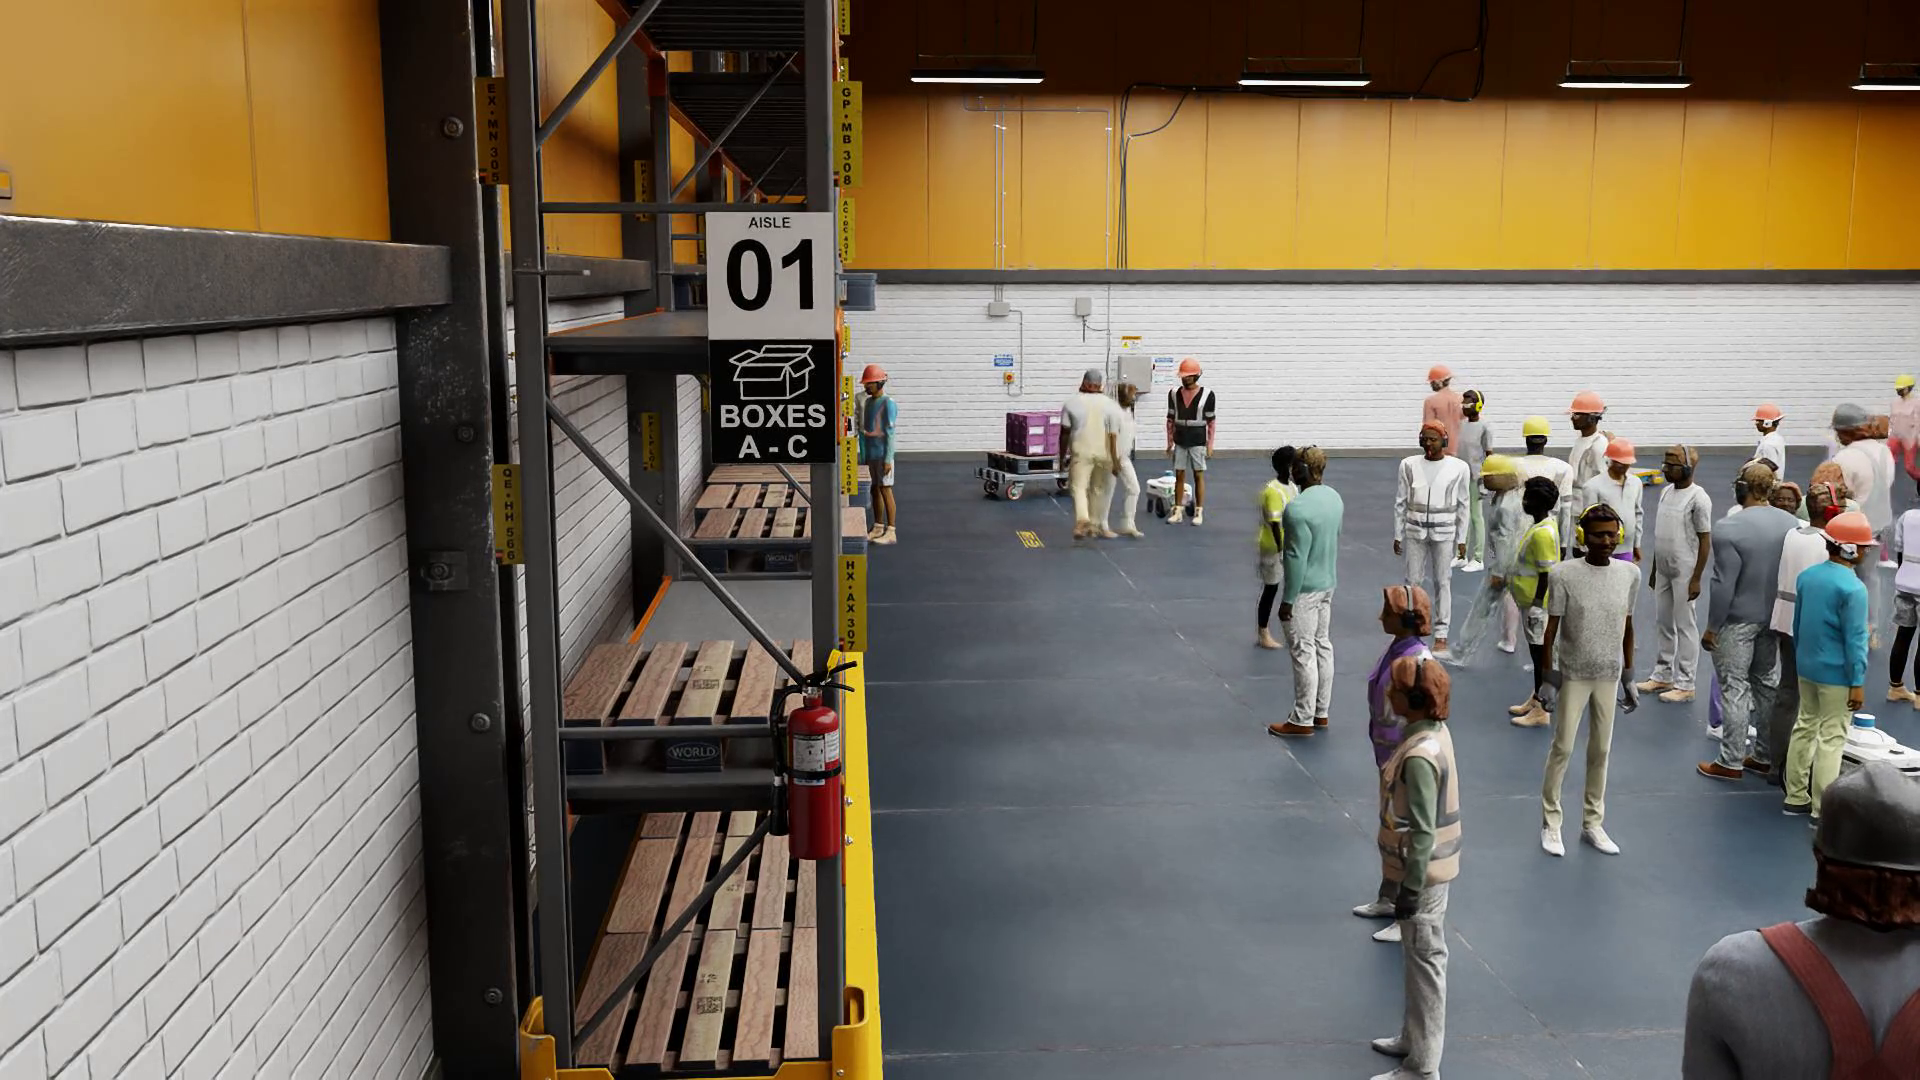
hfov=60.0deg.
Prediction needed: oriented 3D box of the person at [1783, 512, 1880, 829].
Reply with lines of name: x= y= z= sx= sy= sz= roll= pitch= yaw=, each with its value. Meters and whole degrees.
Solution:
person: x=4.814 y=0.711 z=9.151 sx=0.342 sy=1.749 sz=0.569 roll=0 pitch=9 yaw=-3

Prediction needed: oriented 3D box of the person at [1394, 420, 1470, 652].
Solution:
person: x=3.782 y=-0.028 z=13.382 sx=0.584 sy=1.882 sz=0.339 roll=5 pitch=10 yaw=26

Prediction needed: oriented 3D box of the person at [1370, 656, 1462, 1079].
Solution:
person: x=1.705 y=1.236 z=6.204 sx=0.315 sy=1.641 sz=0.515 roll=3 pitch=10 yaw=19

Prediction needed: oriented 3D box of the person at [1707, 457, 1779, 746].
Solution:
person: x=5.117 y=0.388 z=10.817 sx=0.513 sy=1.871 sz=0.329 roll=-9 pitch=12 yaw=-43

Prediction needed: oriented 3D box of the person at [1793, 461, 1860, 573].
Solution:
person: x=6.552 y=0.211 z=12.666 sx=0.501 sy=1.633 sz=0.283 roll=7 pitch=11 yaw=37

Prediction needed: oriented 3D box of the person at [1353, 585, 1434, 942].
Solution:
person: x=2.020 y=1.012 z=7.613 sx=0.310 sy=1.642 sz=0.514 roll=0 pitch=9 yaw=-1

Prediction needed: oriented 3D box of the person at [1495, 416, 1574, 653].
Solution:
person: x=4.575 y=-0.035 z=13.325 sx=0.586 sy=1.920 sz=0.397 roll=2 pitch=9 yaw=14

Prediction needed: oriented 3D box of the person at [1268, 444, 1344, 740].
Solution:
person: x=2.276 y=0.336 z=10.926 sx=0.363 sy=1.939 sz=0.636 roll=7 pitch=11 yaw=36

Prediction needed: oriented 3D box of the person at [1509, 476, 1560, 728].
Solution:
person: x=3.880 y=0.413 z=11.197 sx=0.316 sy=1.695 sz=0.541 roll=3 pitch=9 yaw=17

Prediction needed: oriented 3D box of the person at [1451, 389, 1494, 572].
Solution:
person: x=5.231 y=-0.609 z=17.069 sx=0.327 sy=1.874 sz=0.518 roll=-4 pitch=10 yaw=-22

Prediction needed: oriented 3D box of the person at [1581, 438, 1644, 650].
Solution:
person: x=5.277 y=0.038 z=13.433 sx=0.577 sy=1.737 sz=0.355 roll=-3 pitch=10 yaw=-19

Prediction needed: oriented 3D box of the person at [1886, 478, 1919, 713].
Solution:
person: x=6.727 y=0.351 z=11.590 sx=0.317 sy=1.696 sz=0.539 roll=-1 pitch=9 yaw=-8

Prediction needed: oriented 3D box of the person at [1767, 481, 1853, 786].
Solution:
person: x=4.956 y=0.576 z=9.702 sx=0.389 sy=1.847 sz=0.563 roll=-2 pitch=9 yaw=-10

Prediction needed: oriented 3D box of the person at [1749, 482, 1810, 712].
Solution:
person: x=5.577 y=0.414 z=11.359 sx=0.515 sy=1.645 sz=0.308 roll=7 pitch=12 yaw=38

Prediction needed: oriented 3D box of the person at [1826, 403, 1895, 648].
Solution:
person: x=7.233 y=-0.124 z=13.496 sx=0.710 sy=2.000 sz=0.541 roll=-4 pitch=10 yaw=-26

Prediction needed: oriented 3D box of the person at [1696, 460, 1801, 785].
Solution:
person: x=4.712 y=0.492 z=9.946 sx=0.635 sy=1.937 sz=0.352 roll=-3 pitch=10 yaw=-20

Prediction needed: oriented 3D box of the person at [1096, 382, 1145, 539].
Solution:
person: x=1.879 y=-0.888 z=19.019 sx=0.743 sy=1.806 sz=0.588 roll=7 pitch=11 yaw=37

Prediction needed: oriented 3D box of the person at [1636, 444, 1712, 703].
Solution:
person: x=5.101 y=0.235 z=11.850 sx=0.329 sy=1.844 sz=0.516 roll=-2 pitch=9 yaw=-12

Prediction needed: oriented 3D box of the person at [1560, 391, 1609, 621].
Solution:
person: x=5.357 y=-0.255 z=14.304 sx=0.385 sy=2.045 sz=0.605 roll=0 pitch=9 yaw=3

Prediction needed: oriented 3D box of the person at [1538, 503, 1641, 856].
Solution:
person: x=3.296 y=0.726 z=8.697 sx=0.534 sy=1.868 sz=0.309 roll=-1 pitch=9 yaw=-4

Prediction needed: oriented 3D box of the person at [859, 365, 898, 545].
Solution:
person: x=-0.944 y=-0.958 z=18.772 sx=0.400 sy=2.035 sz=0.601 roll=-6 pitch=11 yaw=-31

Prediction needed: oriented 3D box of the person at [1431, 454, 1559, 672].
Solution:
person: x=4.147 y=0.181 z=12.684 sx=0.964 sy=1.678 sz=0.495 roll=1 pitch=9 yaw=8

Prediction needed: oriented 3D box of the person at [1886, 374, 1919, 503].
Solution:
person: x=12.542 y=-1.338 z=22.054 sx=0.726 sy=1.736 sz=0.531 roll=-4 pitch=10 yaw=-23

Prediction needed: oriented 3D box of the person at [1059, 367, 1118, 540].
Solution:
person: x=1.508 y=-0.995 z=18.967 sx=0.705 sy=2.000 sz=0.904 roll=-1 pitch=9 yaw=-6

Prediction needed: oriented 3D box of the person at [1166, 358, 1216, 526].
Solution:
person: x=2.784 y=-1.183 z=20.165 sx=0.609 sy=2.036 sz=0.403 roll=5 pitch=10 yaw=27

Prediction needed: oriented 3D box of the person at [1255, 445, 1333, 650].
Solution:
person: x=2.664 y=0.087 z=13.355 sx=0.675 sy=1.675 sz=0.559 roll=8 pitch=12 yaw=42

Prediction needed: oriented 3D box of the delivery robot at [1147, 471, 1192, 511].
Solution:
delivery robot: x=2.642 y=-0.627 z=21.010 sx=0.477 sy=0.478 sz=0.707 roll=-3 pitch=9 yaw=-17

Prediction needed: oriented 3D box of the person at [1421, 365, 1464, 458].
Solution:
person: x=5.769 y=-1.112 z=19.927 sx=0.710 sy=1.965 sz=0.572 roll=-3 pitch=10 yaw=-20

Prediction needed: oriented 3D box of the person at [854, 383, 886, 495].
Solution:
person: x=-1.231 y=-1.484 z=22.933 sx=0.524 sy=1.761 sz=0.338 roll=4 pitch=10 yaw=25

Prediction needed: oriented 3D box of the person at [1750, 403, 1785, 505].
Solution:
person: x=8.096 y=-0.500 z=16.754 sx=0.343 sy=1.749 sz=0.572 roll=5 pitch=10 yaw=30

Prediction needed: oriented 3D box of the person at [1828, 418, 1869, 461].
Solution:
person: x=9.453 y=-0.579 z=17.787 sx=0.534 sy=1.591 sz=0.895 roll=-1 pitch=9 yaw=-6

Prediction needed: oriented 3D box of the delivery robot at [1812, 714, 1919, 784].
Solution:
delivery robot: x=5.084 y=1.226 z=9.378 sx=0.477 sy=0.478 sz=0.707 roll=-2 pitch=9 yaw=-11
